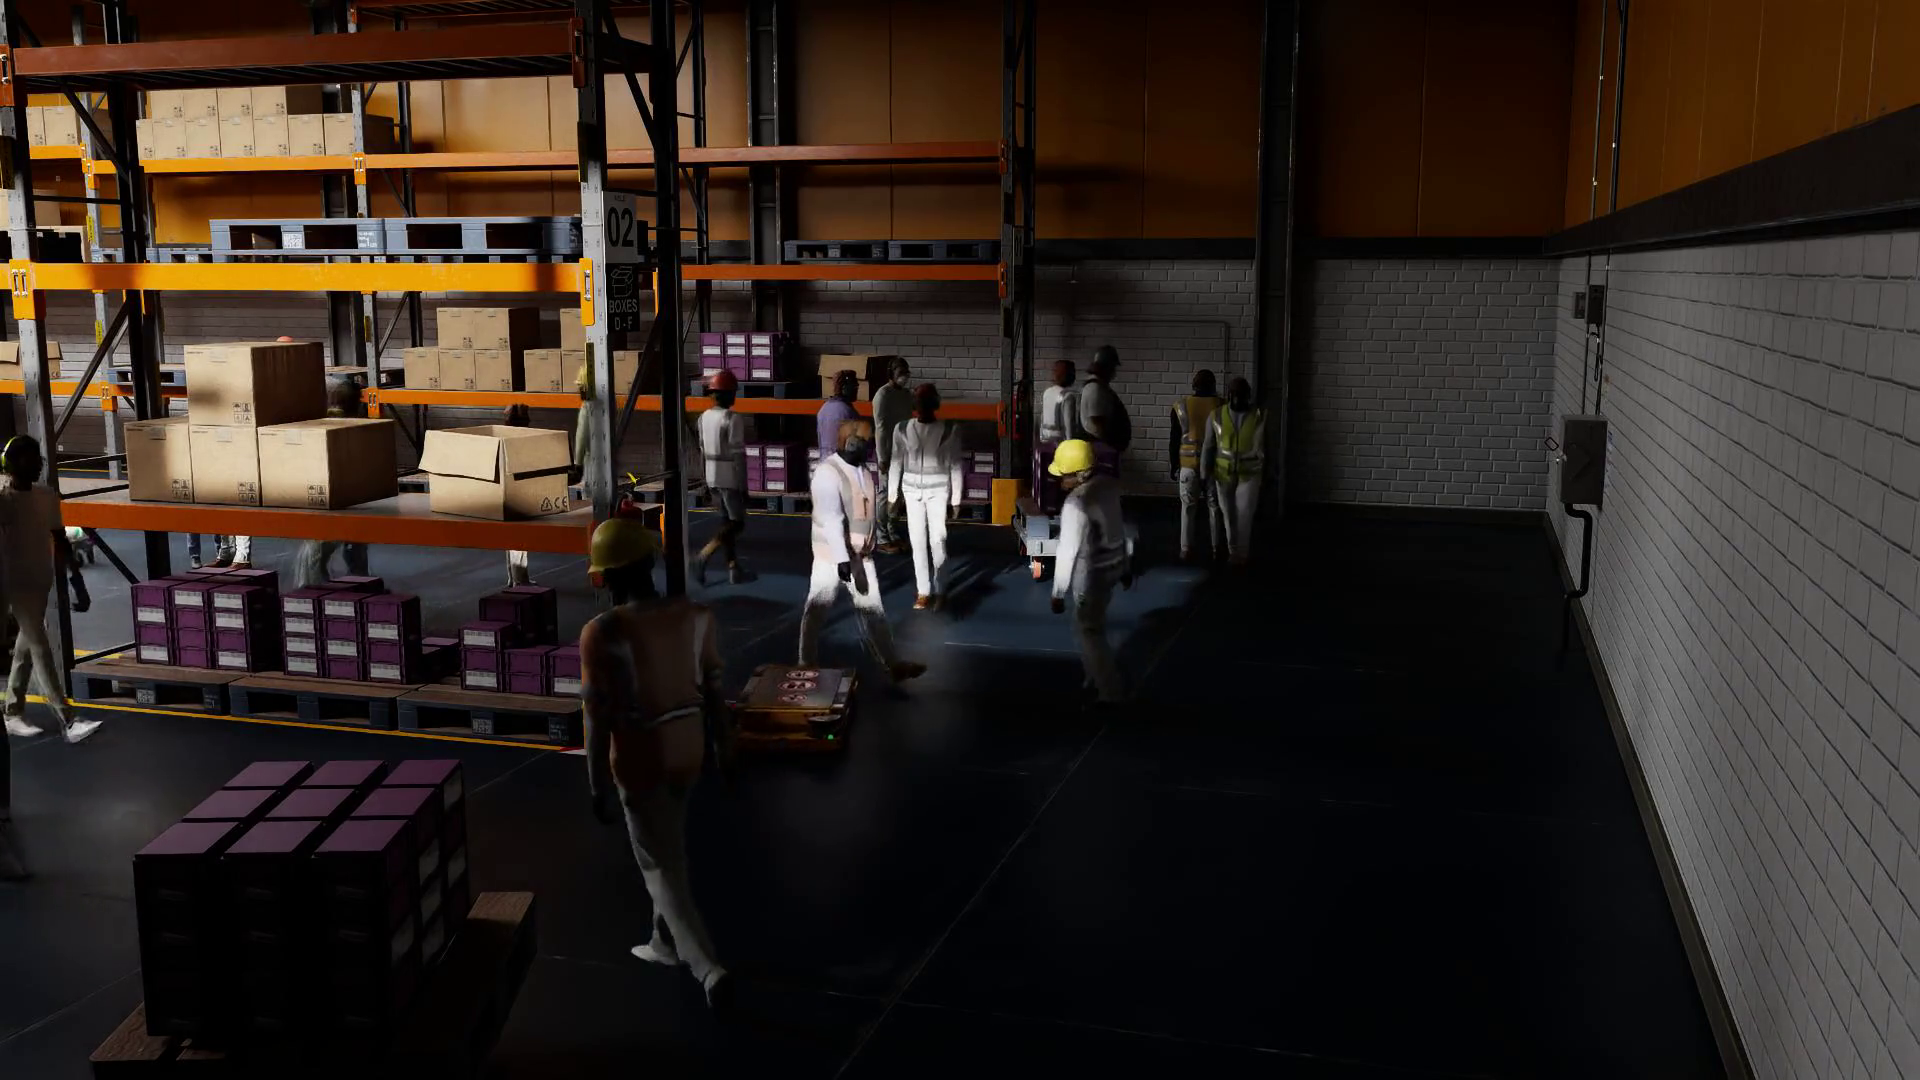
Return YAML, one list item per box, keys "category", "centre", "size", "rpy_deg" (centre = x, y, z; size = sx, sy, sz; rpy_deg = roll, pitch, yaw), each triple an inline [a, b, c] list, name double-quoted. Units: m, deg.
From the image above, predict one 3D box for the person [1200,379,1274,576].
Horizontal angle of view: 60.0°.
- category: "person"
  centre: [2.547, -0.593, 15.361]
  size: [0.651, 1.788, 0.980]
  rpy_deg: [3, 10, 16]

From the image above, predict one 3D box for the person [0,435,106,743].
- category: "person"
  centre: [-5.392, 0.298, 9.797]
  size: [0.933, 1.825, 0.557]
  rpy_deg: [3, 10, 18]

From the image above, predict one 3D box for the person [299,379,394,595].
- category: "person"
  centre: [-5.149, -0.385, 13.828]
  size: [0.888, 1.873, 0.639]
  rpy_deg: [-6, 11, -32]

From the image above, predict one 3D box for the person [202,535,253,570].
- category: "person"
  centre: [-6.742, -0.649, 15.244]
  size: [0.631, 1.940, 0.372]
  rpy_deg: [8, 12, 40]

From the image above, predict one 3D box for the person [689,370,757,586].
- category: "person"
  centre: [-2.097, -0.525, 14.533]
  size: [0.733, 1.919, 0.561]
  rpy_deg: [-9, 13, -44]

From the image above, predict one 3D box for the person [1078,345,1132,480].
- category: "person"
  centre: [1.467, -0.962, 16.842]
  size: [0.536, 2.000, 0.693]
  rpy_deg: [1, 9, 7]

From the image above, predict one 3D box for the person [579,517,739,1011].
- category: "person"
  centre: [-1.100, 0.852, 6.333]
  size: [0.645, 1.892, 0.836]
  rpy_deg: [-9, 13, -42]

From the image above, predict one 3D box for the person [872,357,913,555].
- category: "person"
  centre: [-0.639, -0.835, 16.389]
  size: [0.371, 1.936, 0.629]
  rpy_deg: [4, 10, 25]

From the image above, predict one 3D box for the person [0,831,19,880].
- category: "person"
  centre: [-4.794, 0.702, 7.442]
  size: [0.980, 1.805, 0.480]
  rpy_deg: [0, 9, -2]

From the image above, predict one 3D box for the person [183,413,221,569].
- category: "person"
  centre: [-7.060, -0.619, 15.582]
  size: [0.306, 1.771, 0.522]
  rpy_deg: [9, 13, 44]

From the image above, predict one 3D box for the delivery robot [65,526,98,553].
- category: "delivery robot"
  centre: [-8.497, -0.066, 15.614]
  size: [0.707, 0.478, 0.477]
  rpy_deg: [1, 9, 6]

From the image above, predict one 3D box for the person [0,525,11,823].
- category: "person"
  centre: [-5.008, 0.506, 8.240]
  size: [0.365, 1.927, 0.588]
  rpy_deg: [5, 11, 27]

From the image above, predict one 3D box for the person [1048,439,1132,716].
- category: "person"
  centre: [0.787, 0.235, 10.364]
  size: [0.526, 1.769, 0.666]
  rpy_deg: [4, 10, 24]

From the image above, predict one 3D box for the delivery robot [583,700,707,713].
- category: "delivery robot"
  centre: [-1.773, 0.940, 9.475]
  size: [0.707, 0.478, 0.477]
  rpy_deg: [-6, 11, -33]

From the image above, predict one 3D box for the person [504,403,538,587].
- category: "person"
  centre: [-3.828, -0.369, 14.443]
  size: [0.306, 1.640, 0.523]
  rpy_deg: [-4, 10, -22]

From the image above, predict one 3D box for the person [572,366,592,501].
- category: "person"
  centre: [-3.779, -0.847, 16.819]
  size: [0.641, 1.810, 0.627]
  rpy_deg: [1, 9, 9]

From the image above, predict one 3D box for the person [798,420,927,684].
- category: "person"
  centre: [-0.698, 0.103, 11.098]
  size: [0.989, 1.784, 0.650]
  rpy_deg: [6, 11, 31]

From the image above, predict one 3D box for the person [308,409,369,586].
- category: "person"
  centre: [-4.884, -0.151, 12.870]
  size: [0.675, 1.718, 0.483]
  rpy_deg: [1, 9, 6]

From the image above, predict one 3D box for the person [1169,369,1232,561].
- category: "person"
  centre: [2.322, -0.714, 15.937]
  size: [0.634, 1.842, 0.429]
  rpy_deg: [1, 9, 7]

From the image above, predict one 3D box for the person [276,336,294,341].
- category: "person"
  centre: [-7.958, -1.416, 19.755]
  size: [0.622, 1.990, 0.389]
  rpy_deg: [-4, 10, -25]

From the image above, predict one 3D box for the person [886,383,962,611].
- category: "person"
  centre: [-0.306, -0.336, 13.549]
  size: [0.588, 1.869, 0.535]
  rpy_deg: [2, 10, 14]

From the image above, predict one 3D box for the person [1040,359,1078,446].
- category: "person"
  centre: [0.967, -0.953, 17.352]
  size: [0.713, 1.869, 0.648]
  rpy_deg: [-5, 11, -28]

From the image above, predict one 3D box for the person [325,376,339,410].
- category: "person"
  centre: [-7.373, -1.250, 19.088]
  size: [0.697, 1.864, 1.038]
  rpy_deg: [-1, 9, -5]

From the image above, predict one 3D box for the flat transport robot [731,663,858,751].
- category: "flat transport robot"
  centre: [-1.003, 1.006, 10.222]
  size: [0.652, 0.197, 1.431]
  rpy_deg: [0, 9, 1]

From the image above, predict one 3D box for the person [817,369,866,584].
- category: "person"
  centre: [-1.020, -0.565, 14.825]
  size: [0.399, 1.910, 0.643]
  rpy_deg: [-5, 11, -28]
